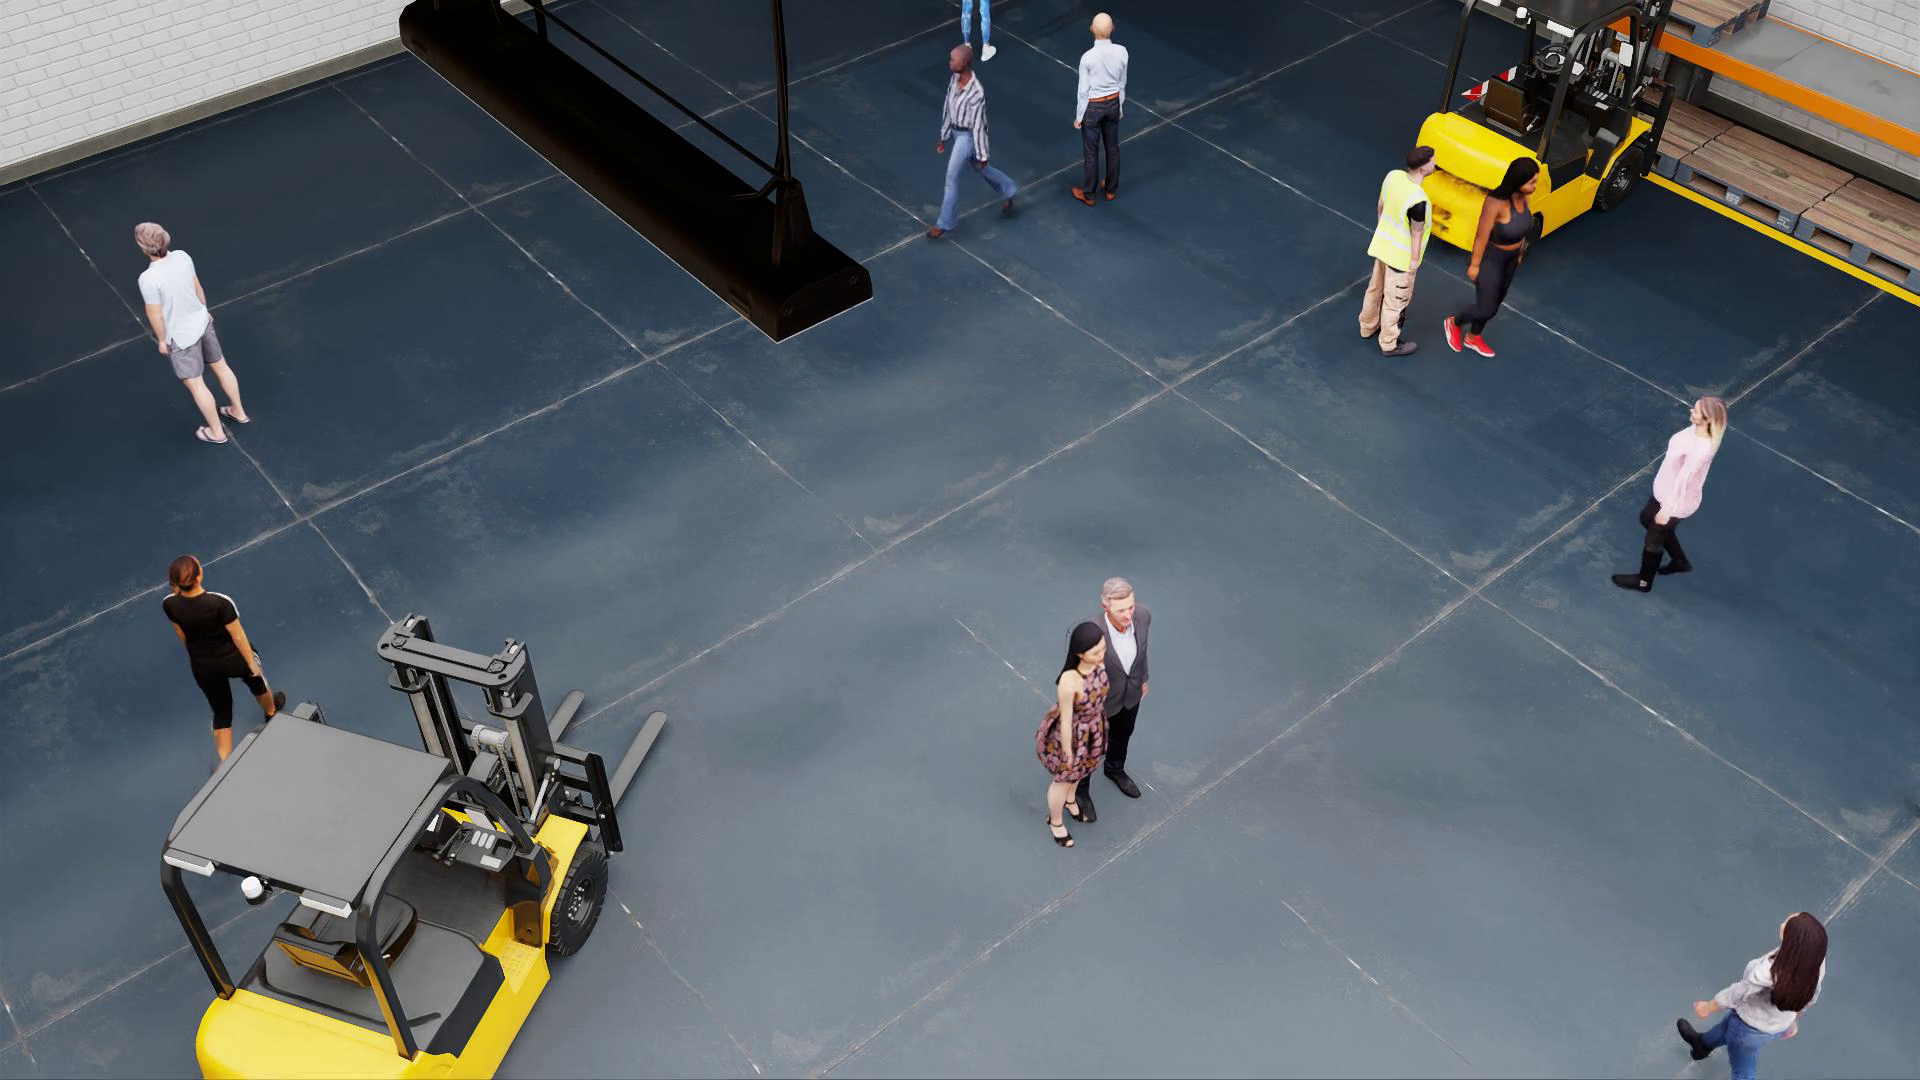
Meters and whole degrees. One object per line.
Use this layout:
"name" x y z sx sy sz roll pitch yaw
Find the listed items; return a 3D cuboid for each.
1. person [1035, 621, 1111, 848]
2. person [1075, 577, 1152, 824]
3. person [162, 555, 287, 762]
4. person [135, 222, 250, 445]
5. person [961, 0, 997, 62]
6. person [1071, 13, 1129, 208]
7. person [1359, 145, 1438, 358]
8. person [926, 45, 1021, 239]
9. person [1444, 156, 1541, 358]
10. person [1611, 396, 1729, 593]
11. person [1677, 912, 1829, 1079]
"person" 0.684 1.114 9.599 0.777 1.774 0.755 23 48 22
"person" 0.883 0.895 9.780 0.741 1.842 0.633 -24 49 -23
"person" -4.489 0.782 10.047 1.008 1.636 1.136 -2 44 -2
"person" -5.725 -1.543 12.346 0.707 1.832 0.712 16 46 16
"person" 0.160 -5.702 16.743 0.685 1.788 0.753 8 44 9
"person" 1.245 -3.804 14.750 0.705 1.789 0.674 -16 46 -16
"person" 3.480 -2.303 13.134 0.864 1.845 0.759 -15 46 -15
"person" 0.146 -3.464 14.429 0.899 1.741 1.194 -19 47 -19
"person" 4.152 -2.250 13.110 0.688 1.802 0.693 -27 50 -26
"person" 4.866 -0.263 11.114 0.845 1.678 0.766 15 46 15
"person" 4.033 2.479 8.289 0.770 1.604 0.978 -17 46 -17
